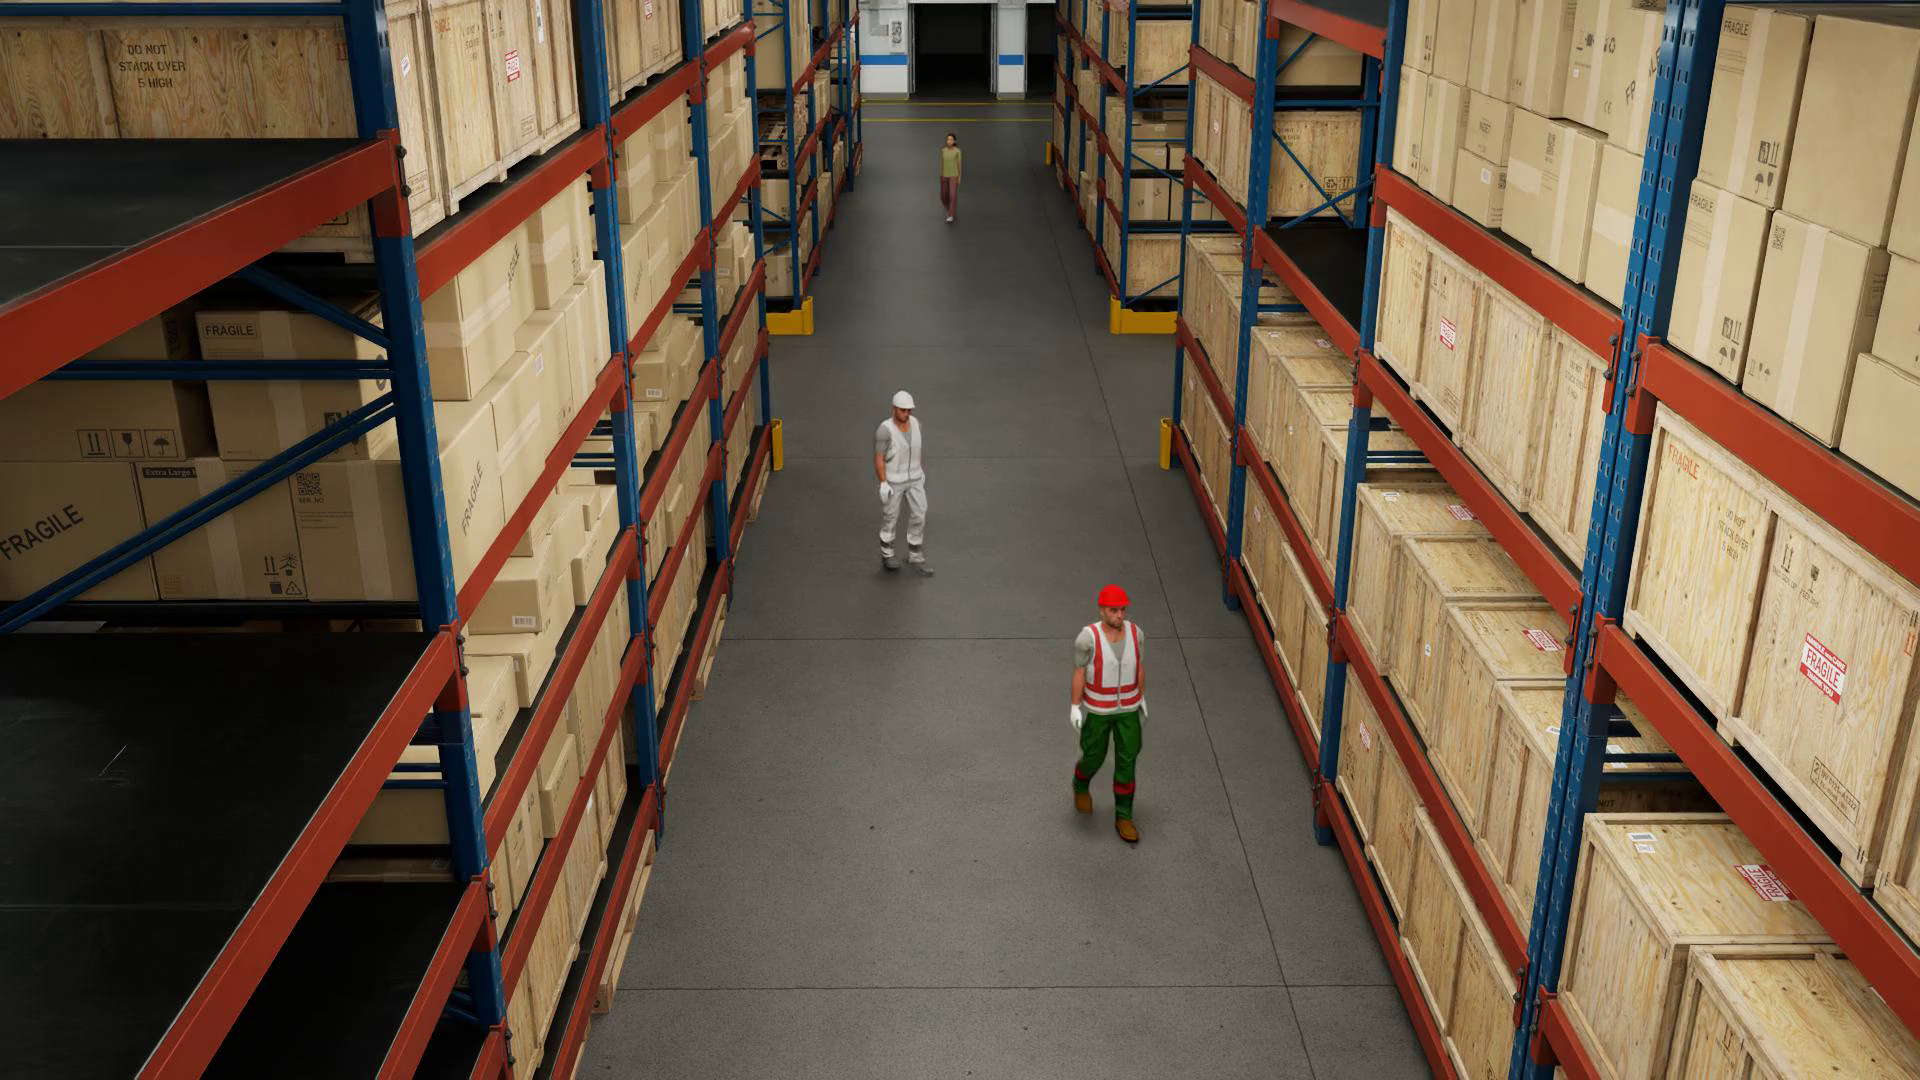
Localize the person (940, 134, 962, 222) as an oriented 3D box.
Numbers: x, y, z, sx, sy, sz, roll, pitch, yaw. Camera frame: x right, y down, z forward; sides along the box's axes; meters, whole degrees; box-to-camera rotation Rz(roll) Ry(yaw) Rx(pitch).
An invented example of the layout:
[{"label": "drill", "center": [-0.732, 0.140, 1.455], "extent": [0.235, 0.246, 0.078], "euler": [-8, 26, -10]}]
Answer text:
[{"label": "person", "center": [-0.198, -7.160, 32.785], "extent": [0.438, 1.668, 0.711], "euler": [7, 22, 16]}]

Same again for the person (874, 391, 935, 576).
[{"label": "person", "center": [-0.528, -0.548, 15.829], "extent": [0.625, 1.799, 0.586], "euler": [-13, 25, -29]}]

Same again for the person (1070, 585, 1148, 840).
[{"label": "person", "center": [1.045, 1.162, 11.524], "extent": [0.565, 1.789, 0.715], "euler": [-5, 22, -13]}]
